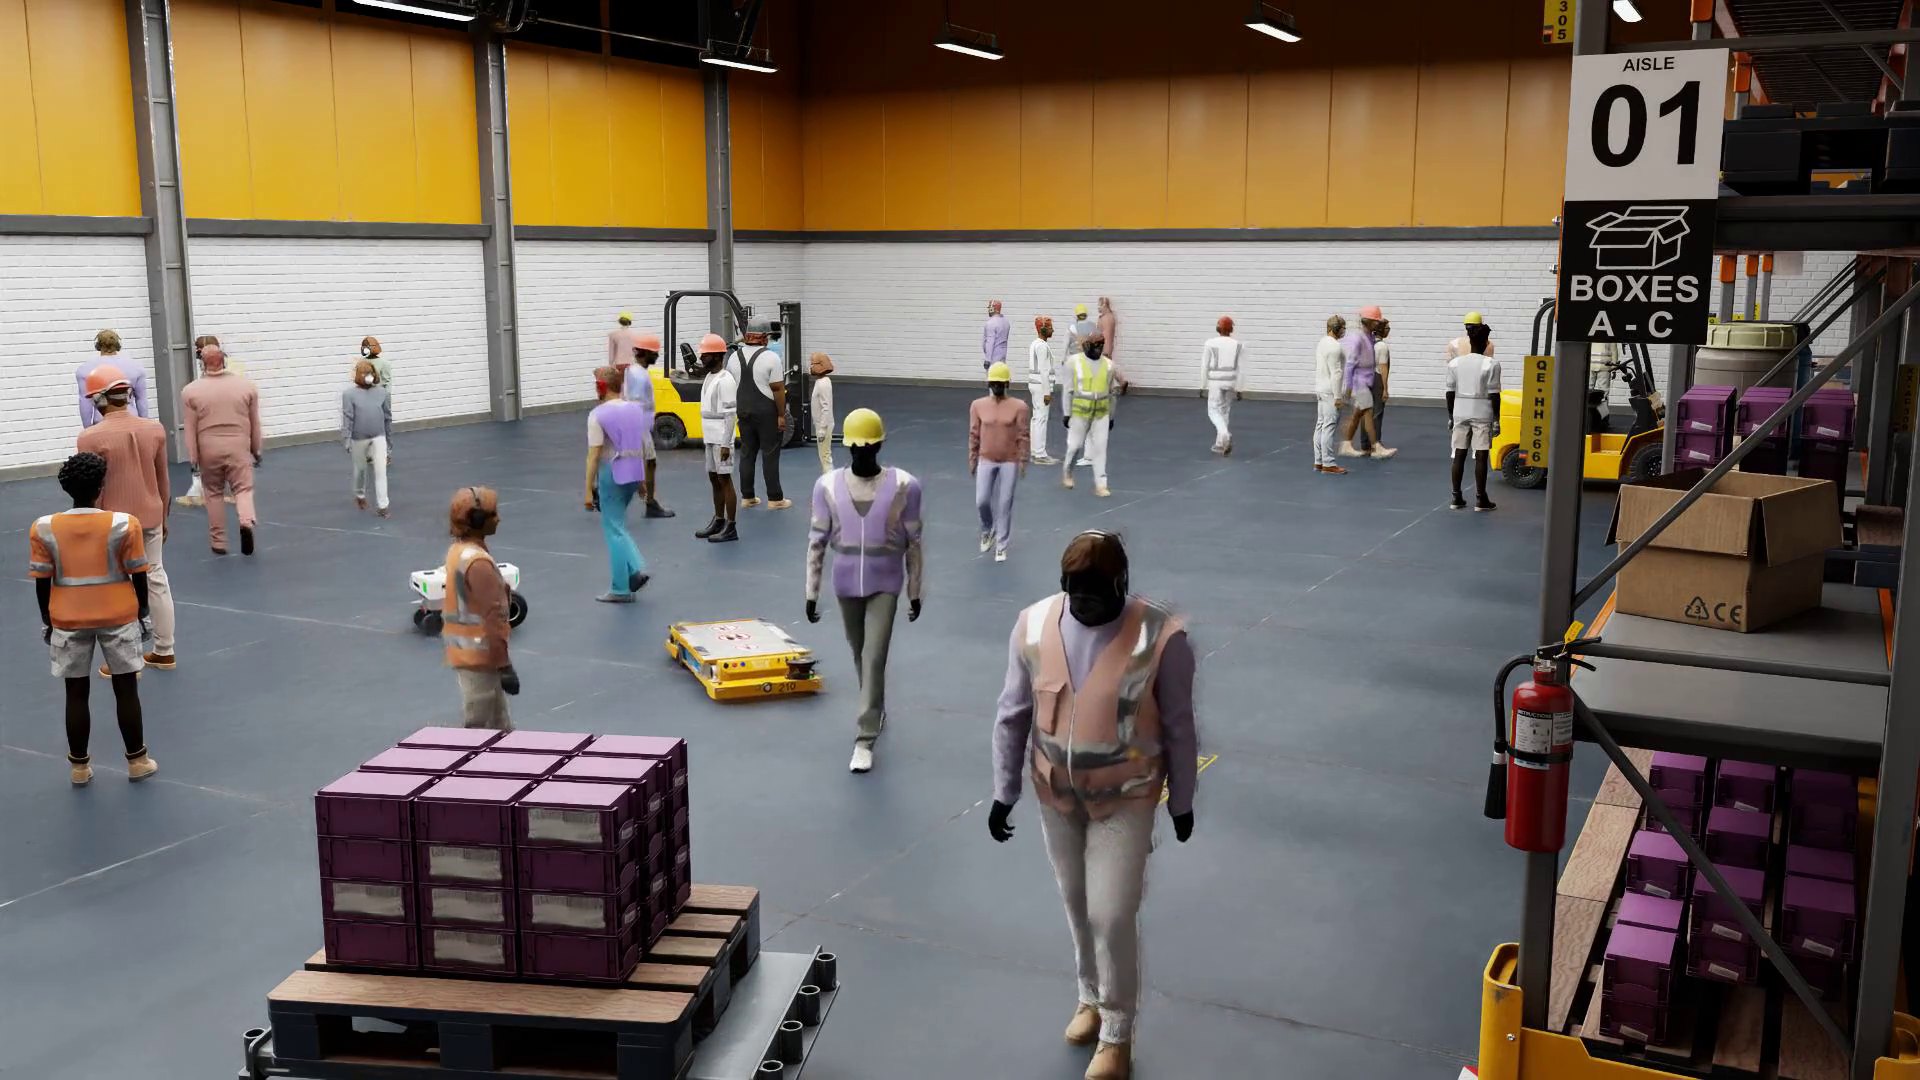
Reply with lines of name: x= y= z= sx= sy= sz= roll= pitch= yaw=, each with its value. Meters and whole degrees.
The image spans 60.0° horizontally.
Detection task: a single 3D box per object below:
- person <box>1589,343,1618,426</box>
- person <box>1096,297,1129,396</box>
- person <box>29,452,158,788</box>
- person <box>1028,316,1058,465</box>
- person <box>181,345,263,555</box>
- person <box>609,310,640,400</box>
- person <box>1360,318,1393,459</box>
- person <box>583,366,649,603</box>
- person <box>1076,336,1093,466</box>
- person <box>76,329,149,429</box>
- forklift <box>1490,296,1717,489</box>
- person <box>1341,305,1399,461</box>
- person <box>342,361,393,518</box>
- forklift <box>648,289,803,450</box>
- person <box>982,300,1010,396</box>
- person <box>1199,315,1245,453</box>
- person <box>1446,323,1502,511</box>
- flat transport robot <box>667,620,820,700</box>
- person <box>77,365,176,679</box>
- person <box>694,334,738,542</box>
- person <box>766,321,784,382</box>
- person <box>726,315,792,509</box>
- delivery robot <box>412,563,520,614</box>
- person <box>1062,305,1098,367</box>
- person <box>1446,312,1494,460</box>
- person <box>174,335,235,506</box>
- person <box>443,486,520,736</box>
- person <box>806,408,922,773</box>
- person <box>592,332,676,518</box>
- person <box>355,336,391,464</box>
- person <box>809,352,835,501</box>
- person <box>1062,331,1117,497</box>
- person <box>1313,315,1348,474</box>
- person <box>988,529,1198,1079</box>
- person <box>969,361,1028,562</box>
person: x=9.890 y=-2.672 z=25.796 sx=0.589 sy=1.834 sz=0.403 roll=5 pitch=11 yaw=29
person: x=2.728 y=-3.522 z=30.562 sx=0.645 sy=1.885 sz=0.653 roll=2 pitch=10 yaw=13
person: x=-4.356 y=0.404 z=8.385 sx=0.541 sy=1.696 sz=0.315 roll=-3 pitch=10 yaw=-17
person: x=1.056 y=-1.902 z=21.200 sx=0.356 sy=1.883 sz=0.574 roll=-1 pitch=10 yaw=-8
person: x=-6.496 y=-0.777 z=14.688 sx=0.653 sy=1.881 sz=0.723 roll=-5 pitch=11 yaw=-28
person: x=-5.473 y=-2.879 z=27.229 sx=0.539 sy=1.750 sz=0.421 roll=-1 pitch=10 yaw=-4
person: x=5.465 y=-1.992 z=21.825 sx=0.351 sy=1.847 sz=0.507 roll=-3 pitch=10 yaw=-16
person: x=-2.653 y=-0.418 z=12.782 sx=0.446 sy=1.820 sz=0.656 roll=4 pitch=11 yaw=24
person: x=1.605 y=-1.754 z=21.042 sx=0.310 sy=1.642 sz=0.514 roll=1 pitch=10 yaw=8
person: x=-8.403 y=-1.126 z=16.542 sx=0.629 sy=1.940 sz=0.377 roll=-7 pitch=12 yaw=-35
forklift: x=7.296 y=-1.677 z=18.993 sx=2.313 sy=2.155 sz=1.214 roll=5 pitch=11 yaw=27
person: x=5.367 y=-2.038 z=21.651 sx=0.927 sy=1.998 sz=0.648 roll=8 pitch=12 yaw=38
person: x=-6.103 y=-1.052 z=17.144 sx=0.508 sy=1.602 sz=0.866 roll=-6 pitch=11 yaw=-30
forklift: x=-3.358 y=-2.392 z=23.136 sx=2.313 sy=2.155 sz=1.214 roll=-1 pitch=10 yaw=-5
person: x=0.572 y=-3.048 z=27.764 sx=0.409 sy=1.907 sz=0.650 roll=5 pitch=11 yaw=27
person: x=3.515 y=-2.054 z=22.136 sx=0.577 sy=1.863 sz=0.780 roll=-2 pitch=10 yaw=-13
person: x=5.374 y=-1.284 z=17.380 sx=0.603 sy=1.966 sz=0.367 roll=9 pitch=13 yaw=43
flat transport robot: x=-1.409 y=0.730 z=10.624 sx=0.652 sy=0.197 sz=1.431 roll=-4 pitch=10 yaw=-21
person: x=-5.288 y=-0.112 z=10.533 sx=0.392 sy=1.986 sz=0.611 roll=5 pitch=11 yaw=26
person: x=-2.280 y=-0.949 z=15.521 sx=0.358 sy=1.937 sz=0.549 roll=-6 pitch=11 yaw=-30
person: x=-2.736 y=-2.388 z=24.567 sx=0.377 sy=1.685 sz=0.532 roll=-4 pitch=11 yaw=-22
person: x=-2.085 y=-1.349 z=17.543 sx=0.680 sy=2.000 sz=0.537 roll=5 pitch=11 yaw=29
delivery robot: x=-3.545 y=0.316 z=11.928 sx=0.707 sy=0.478 sz=0.477 roll=-6 pitch=12 yaw=-31
person: x=2.087 y=-3.189 z=28.948 sx=0.614 sy=1.780 sz=0.953 roll=-2 pitch=10 yaw=-13
person: x=6.625 y=-2.000 z=21.647 sx=0.594 sy=1.922 sz=0.374 roll=4 pitch=11 yaw=21
person: x=-8.029 y=-1.263 z=17.705 sx=0.842 sy=1.809 sz=0.629 roll=-2 pitch=10 yaw=-9
person: x=-2.229 y=0.563 z=7.722 sx=0.495 sy=1.643 sz=0.524 roll=-4 pitch=11 yaw=-24
person: x=-0.509 y=0.220 z=8.949 sx=0.607 sy=1.879 sz=1.001 roll=2 pitch=10 yaw=9
person: x=-3.321 y=-1.137 z=16.732 sx=0.802 sy=1.901 sz=0.586 roll=-2 pitch=10 yaw=-13
person: x=-7.469 y=-1.773 z=21.174 sx=0.499 sy=1.633 sz=0.285 roll=2 pitch=10 yaw=13
person: x=-1.473 y=-1.183 z=17.758 sx=0.264 sy=1.632 sz=0.508 roll=-1 pitch=10 yaw=-6
person: x=1.435 y=-1.407 z=18.494 sx=0.659 sy=1.825 sz=0.696 roll=-3 pitch=10 yaw=-14
person: x=4.527 y=-1.773 z=20.301 sx=0.372 sy=1.937 sz=0.627 roll=-1 pitch=10 yaw=-6
person: x=0.418 y=0.858 z=5.460 sx=0.631 sy=1.808 sz=0.712 roll=5 pitch=11 yaw=29
person: x=0.334 y=-0.687 z=14.534 sx=0.519 sy=1.751 sz=0.399 roll=1 pitch=10 yaw=8
